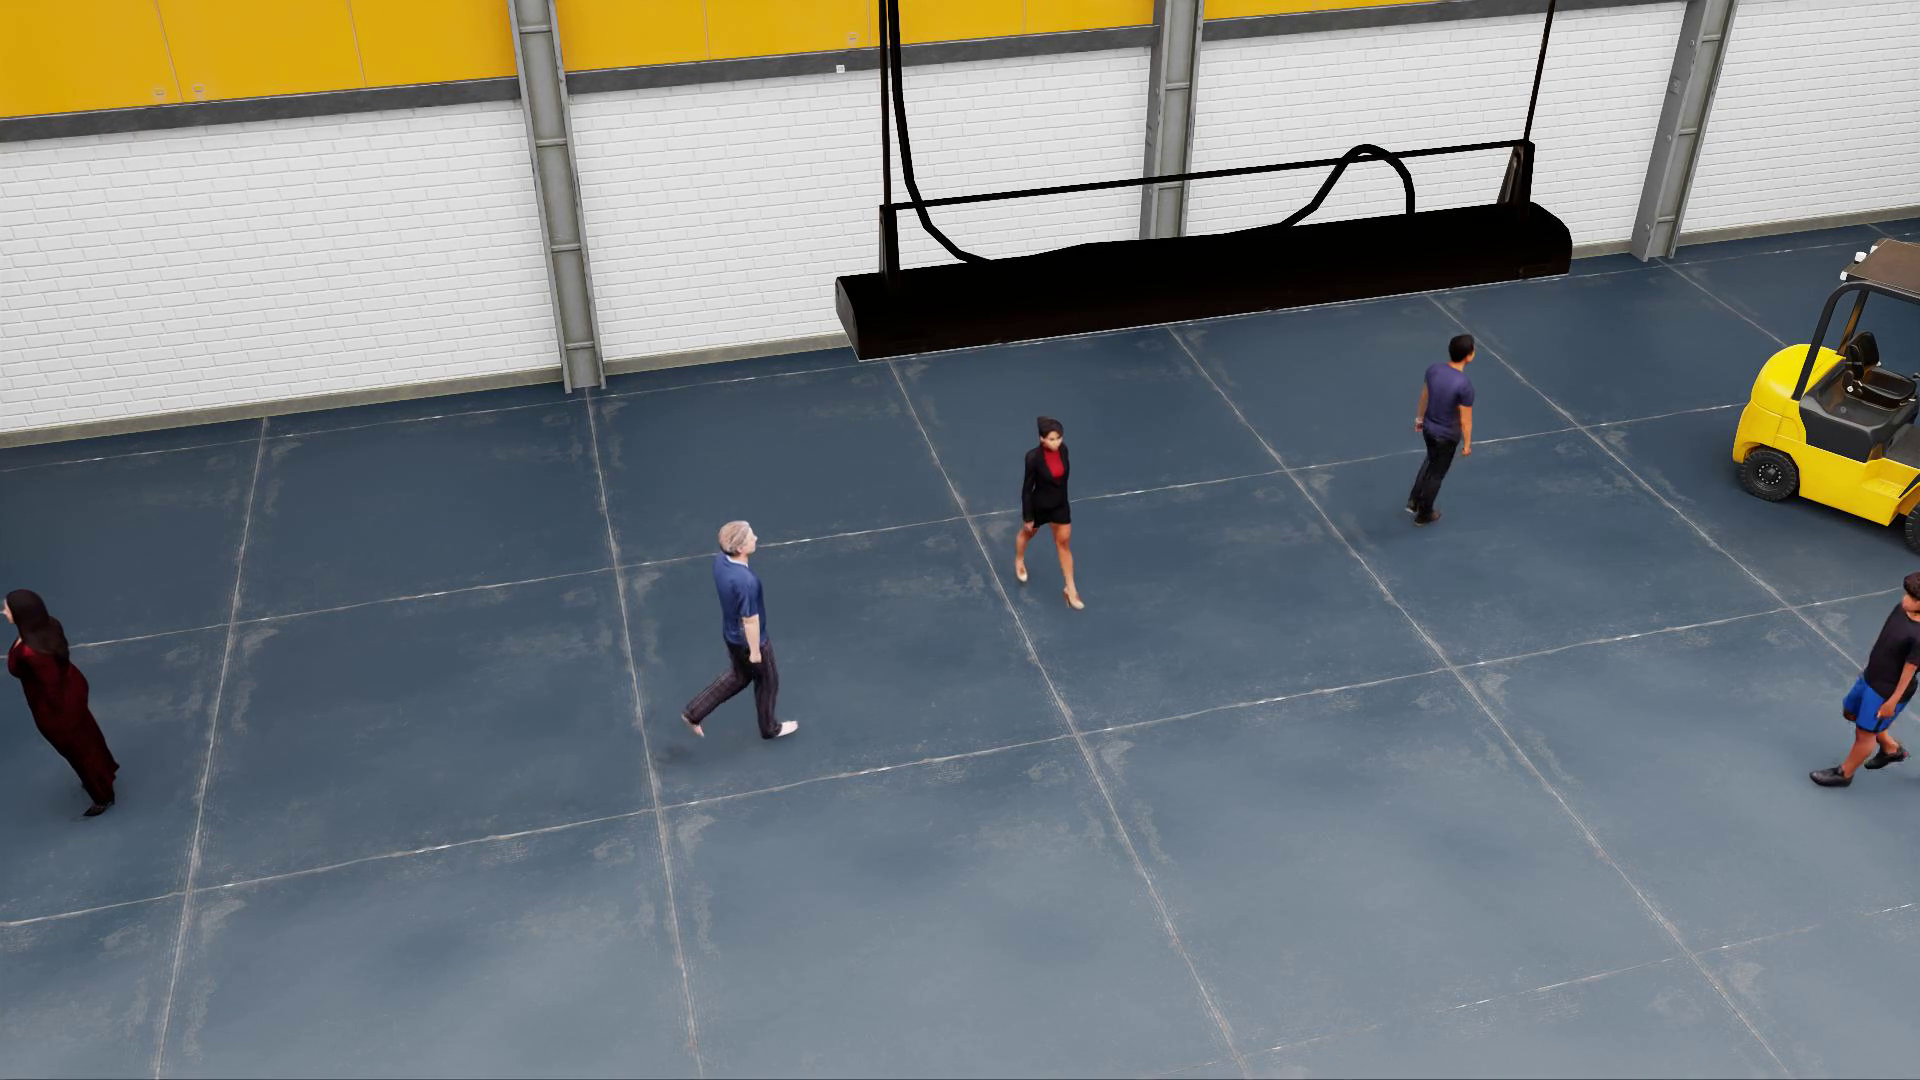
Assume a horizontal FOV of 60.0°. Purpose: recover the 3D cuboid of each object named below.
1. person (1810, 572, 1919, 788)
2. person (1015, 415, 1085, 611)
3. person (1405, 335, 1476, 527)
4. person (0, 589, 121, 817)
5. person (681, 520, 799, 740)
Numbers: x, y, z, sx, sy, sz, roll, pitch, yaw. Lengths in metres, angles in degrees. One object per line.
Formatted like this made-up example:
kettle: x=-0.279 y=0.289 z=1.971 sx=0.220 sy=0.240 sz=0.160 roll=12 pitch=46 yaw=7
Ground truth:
person: x=6.232 y=0.945 z=11.047 sx=0.962 sy=1.786 sz=0.807 roll=4 pitch=34 yaw=6
person: x=0.618 y=-0.257 z=13.030 sx=1.043 sy=1.593 sz=0.810 roll=-17 pitch=37 yaw=-23
person: x=3.925 y=-0.875 z=13.789 sx=0.709 sy=1.782 sz=0.746 roll=-20 pitch=39 yaw=-27
person: x=-5.894 y=1.045 z=10.922 sx=0.643 sy=1.757 sz=0.692 roll=-14 pitch=36 yaw=-20
person: x=-1.551 y=0.685 z=11.386 sx=1.089 sy=1.845 sz=0.813 roll=-16 pitch=37 yaw=-22
